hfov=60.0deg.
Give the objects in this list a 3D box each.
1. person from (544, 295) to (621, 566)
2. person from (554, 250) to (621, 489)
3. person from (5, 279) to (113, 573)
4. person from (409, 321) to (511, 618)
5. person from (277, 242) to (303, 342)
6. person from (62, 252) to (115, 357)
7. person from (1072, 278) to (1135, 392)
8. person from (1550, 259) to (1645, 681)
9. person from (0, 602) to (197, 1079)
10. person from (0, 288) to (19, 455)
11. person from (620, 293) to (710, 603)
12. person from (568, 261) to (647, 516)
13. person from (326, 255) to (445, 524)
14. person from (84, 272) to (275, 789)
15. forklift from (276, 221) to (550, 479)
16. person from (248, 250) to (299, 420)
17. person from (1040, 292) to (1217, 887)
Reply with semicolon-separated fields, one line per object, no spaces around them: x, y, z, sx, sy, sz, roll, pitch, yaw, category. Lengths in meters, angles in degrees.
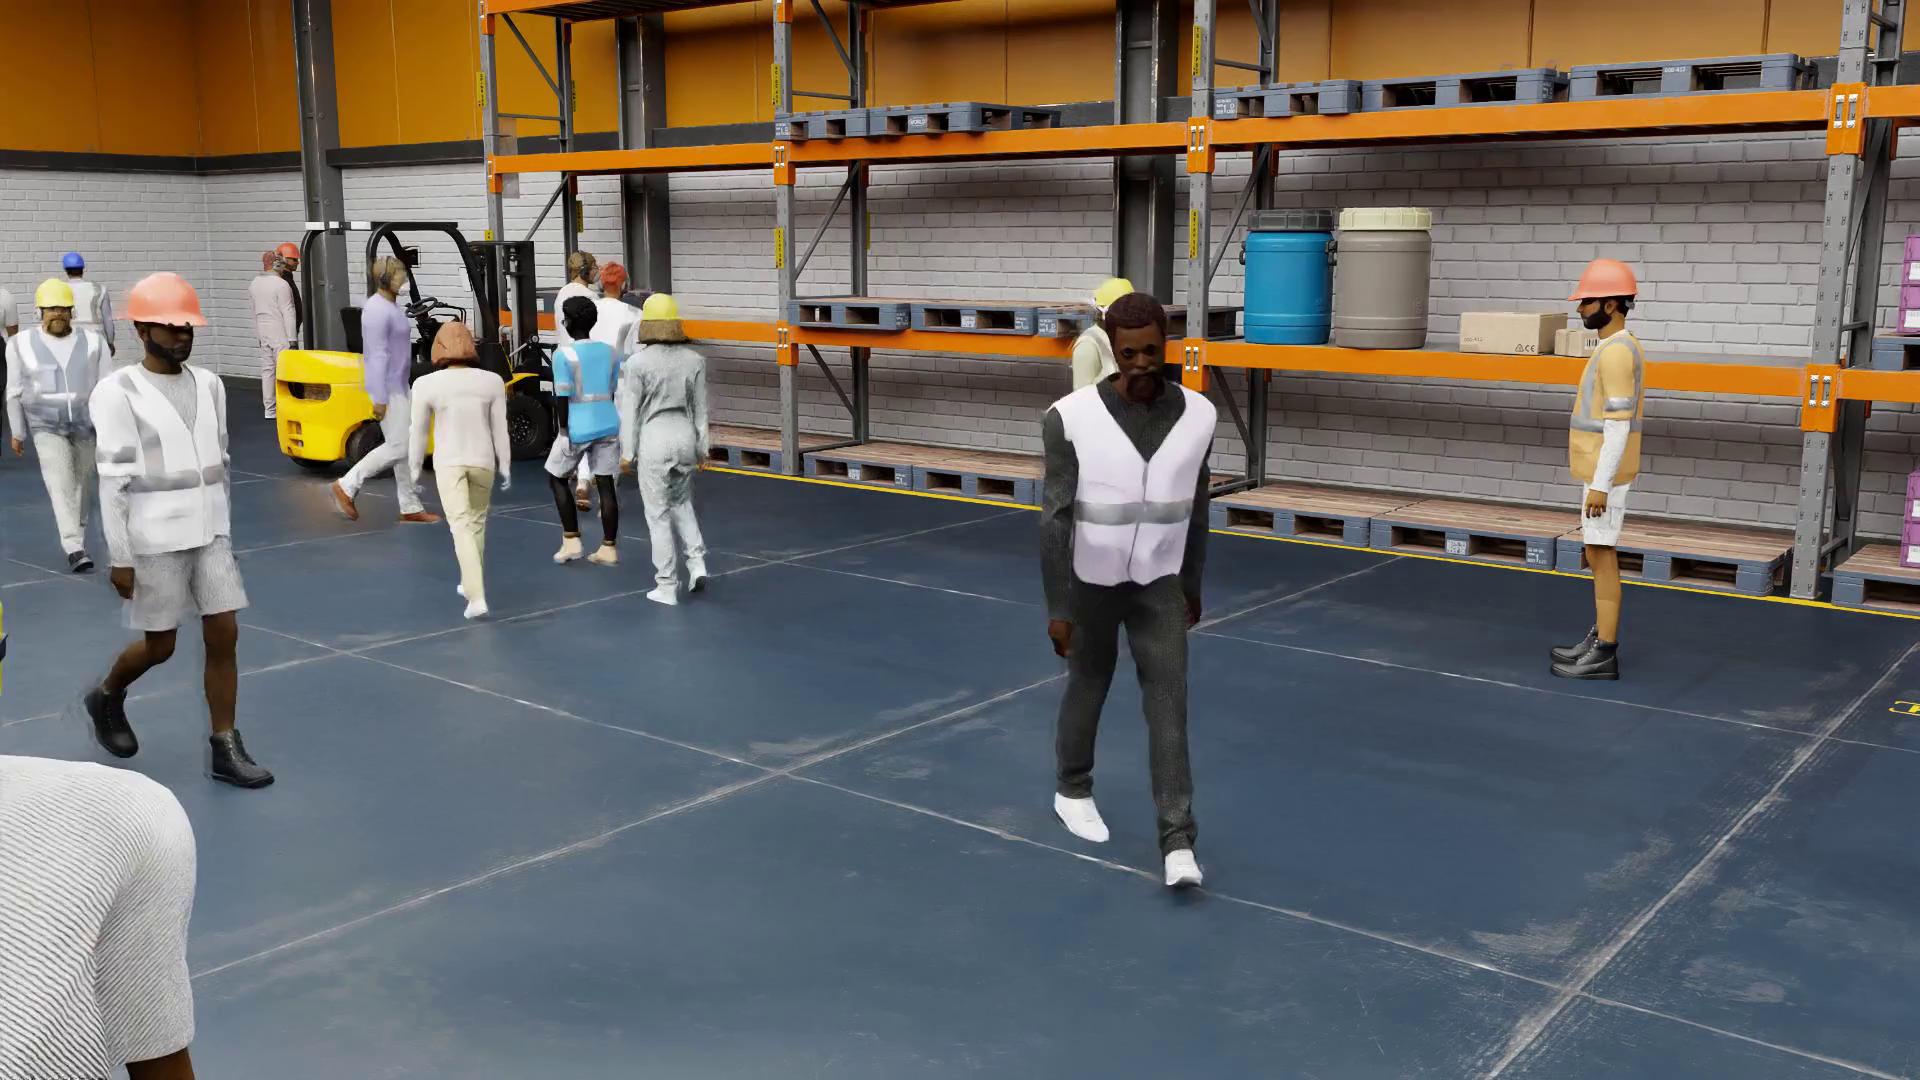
-2.337;-0.668;10.331;0.503;1.681;0.536;9;13;40;person
-3.071;-1.388;13.607;0.372;1.940;0.630;-9;13;-40;person
-5.533;-0.718;10.318;0.612;1.783;0.956;-8;13;-37;person
-2.714;-0.392;9.066;0.515;1.586;0.865;-6;12;-31;person
-7.707;-2.414;19.139;0.395;1.990;0.619;-3;11;-15;person
-9.354;-2.113;17.729;0.594;1.909;0.934;-3;11;-17;person
0.926;-0.663;9.987;0.769;1.800;0.614;6;12;28;person
2.944;-0.319;7.690;0.363;1.934;0.552;4;11;21;person
-0.924;0.831;1.521;0.514;1.864;0.332;-5;11;-26;person
-8.662;-1.631;14.666;0.667;2.000;1.031;-4;11;-21;person
-1.661;-0.503;9.283;0.490;1.734;0.353;-9;13;-40;person
-2.583;-1.091;12.158;0.626;1.863;0.497;1;10;6;person
-4.060;-1.029;11.684;0.671;1.924;0.632;-2;10;-9;person
-2.960;-0.032;6.179;0.792;1.913;0.550;5;11;26;person
-4.922;-1.741;14.854;1.214;2.155;2.313;8;13;38;forklift
-7.644;-2.285;18.667;0.651;1.905;0.409;6;12;32;person
0.542;0.152;5.292;0.628;1.862;1.022;-3;11;-15;person
